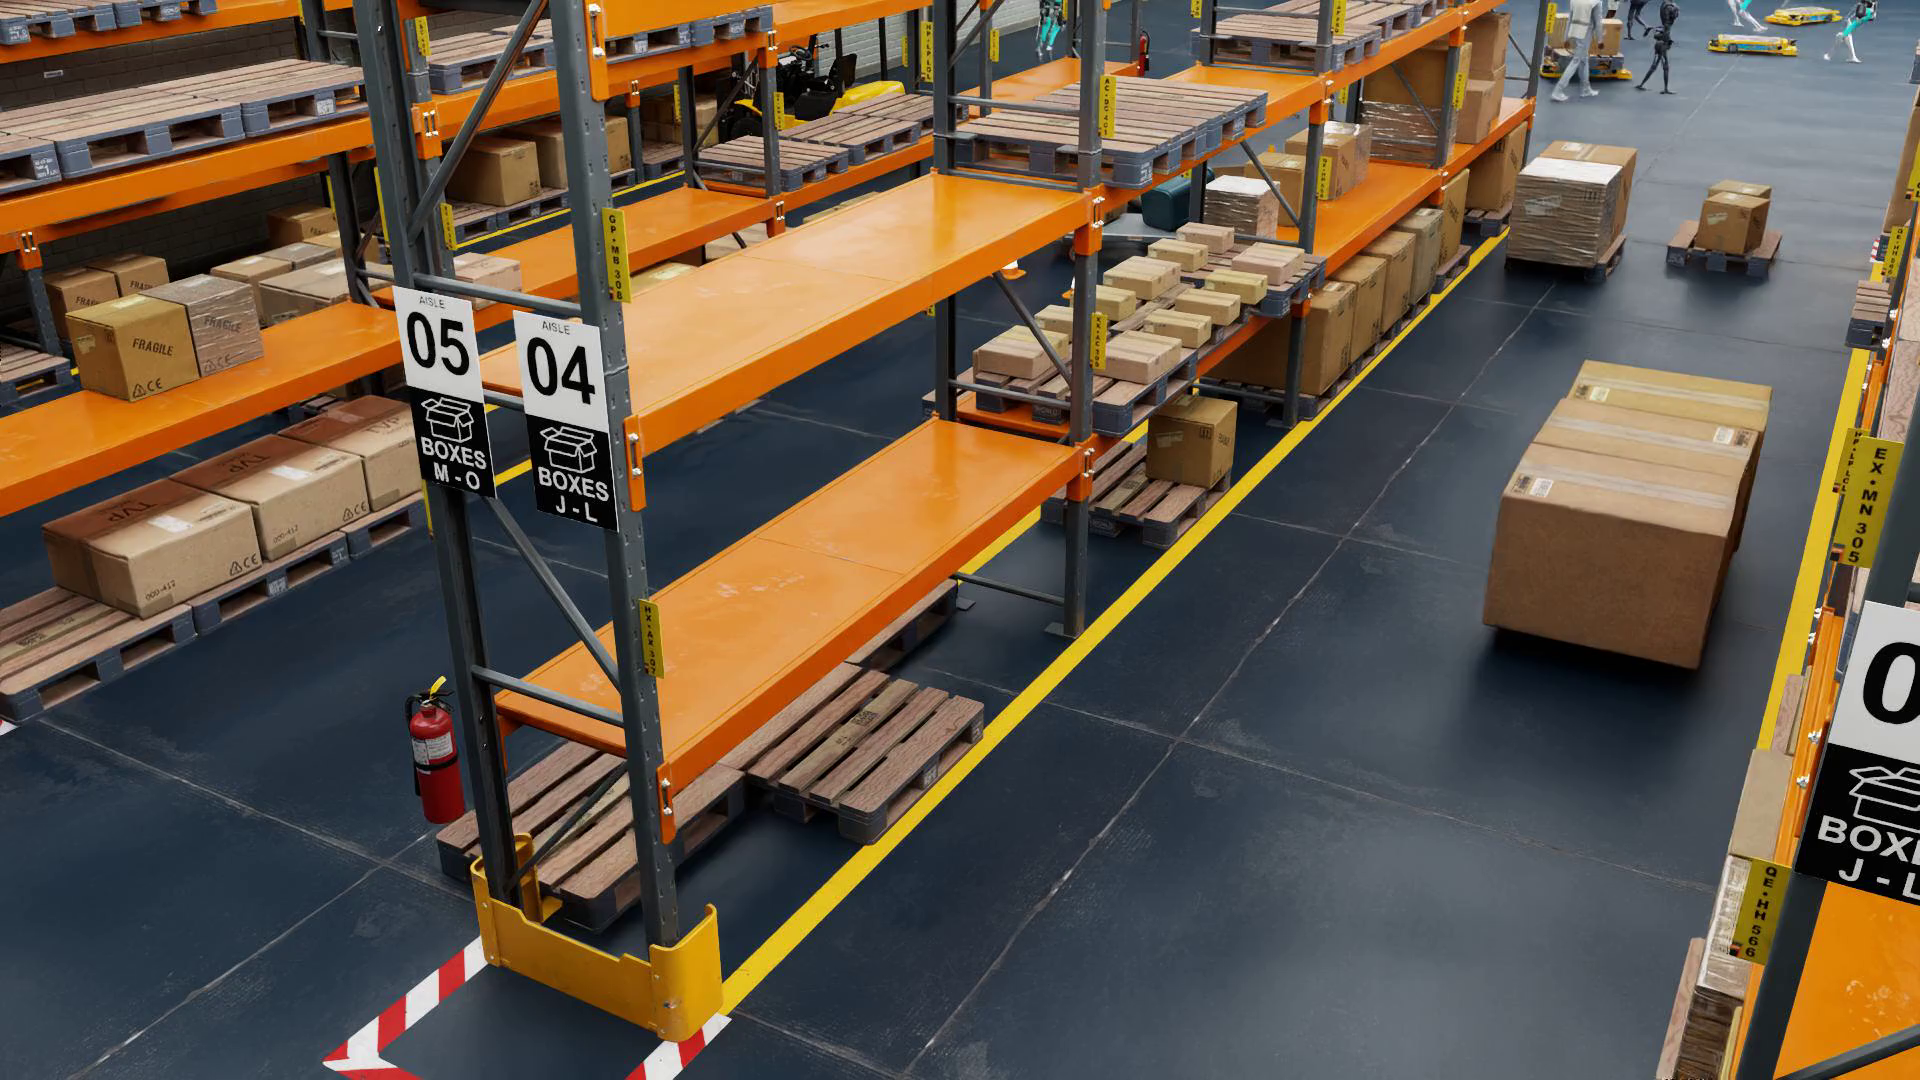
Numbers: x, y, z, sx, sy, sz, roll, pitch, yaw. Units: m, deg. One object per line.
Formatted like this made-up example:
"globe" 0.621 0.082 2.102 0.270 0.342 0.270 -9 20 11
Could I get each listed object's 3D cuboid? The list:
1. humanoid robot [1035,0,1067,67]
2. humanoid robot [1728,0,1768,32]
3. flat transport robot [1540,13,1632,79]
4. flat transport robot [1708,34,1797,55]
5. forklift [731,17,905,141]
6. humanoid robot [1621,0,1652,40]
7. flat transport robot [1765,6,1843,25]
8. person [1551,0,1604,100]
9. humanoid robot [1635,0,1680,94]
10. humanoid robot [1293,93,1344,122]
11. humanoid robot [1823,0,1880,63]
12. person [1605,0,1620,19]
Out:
"humanoid robot" 1.440 -8.502 27.392 0.545 1.860 0.653 17 30 31
"humanoid robot" 14.946 -10.491 31.452 0.917 1.761 0.543 12 28 24
"flat transport robot" 10.321 -7.806 27.563 1.431 0.231 0.659 2 26 5
"flat transport robot" 14.170 -8.854 29.739 1.431 0.231 0.659 10 27 20
"forklift" -1.819 -5.975 21.543 2.313 2.155 1.214 14 29 26
"humanoid robot" 12.541 -10.053 30.614 0.601 1.647 0.463 -18 31 -33
"flat transport robot" 16.679 -10.348 32.845 1.431 0.231 0.659 -13 28 -24
"person" 9.560 -7.723 25.548 0.973 1.875 0.594 -8 27 -17
"humanoid robot" 11.055 -7.834 26.044 0.710 1.637 0.591 12 28 23
"humanoid robot" 5.238 -6.899 24.135 0.766 1.644 0.612 5 26 10
"humanoid robot" 15.329 -9.043 28.537 0.546 1.861 0.849 -17 30 -31
"person" 11.865 -9.930 30.021 0.369 1.966 0.601 10 27 19
